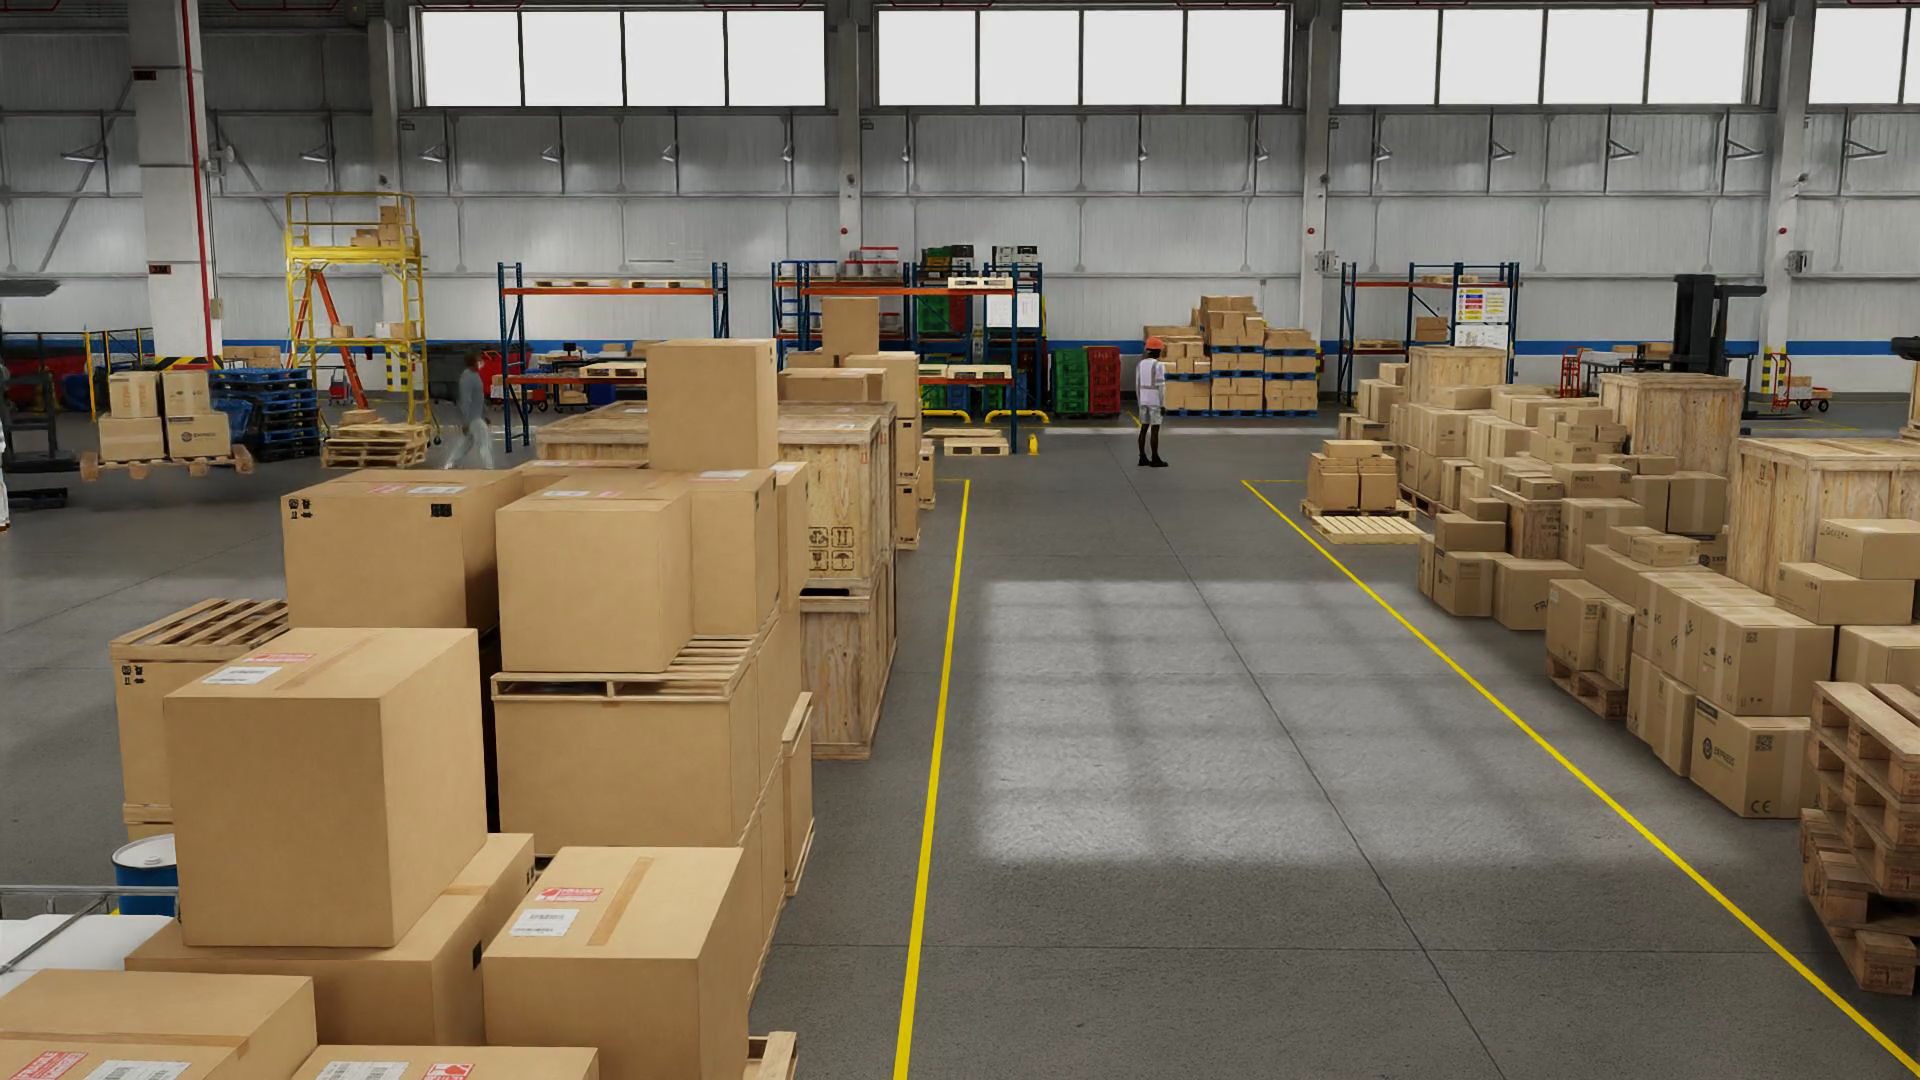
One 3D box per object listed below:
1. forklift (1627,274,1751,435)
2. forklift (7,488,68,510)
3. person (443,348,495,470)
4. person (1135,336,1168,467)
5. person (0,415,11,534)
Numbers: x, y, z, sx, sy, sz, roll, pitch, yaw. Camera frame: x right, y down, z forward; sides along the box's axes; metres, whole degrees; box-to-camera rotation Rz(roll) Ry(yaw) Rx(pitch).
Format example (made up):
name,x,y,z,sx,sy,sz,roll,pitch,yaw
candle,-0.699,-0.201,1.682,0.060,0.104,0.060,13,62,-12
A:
name,x,y,z,sx,sy,sz,roll,pitch,yaw
forklift,12.829,-3.275,29.252,1.873,2.768,1.129,0,9,1
forklift,-12.009,-1.756,20.152,1.873,2.768,1.129,-5,11,-26
person,-6.576,-1.622,22.316,0.991,1.903,0.640,-2,10,-11
person,2.858,-2.049,24.725,0.365,1.939,0.542,-7,12,-38
person,-10.865,-0.993,18.590,0.341,1.881,0.581,-4,10,-21
